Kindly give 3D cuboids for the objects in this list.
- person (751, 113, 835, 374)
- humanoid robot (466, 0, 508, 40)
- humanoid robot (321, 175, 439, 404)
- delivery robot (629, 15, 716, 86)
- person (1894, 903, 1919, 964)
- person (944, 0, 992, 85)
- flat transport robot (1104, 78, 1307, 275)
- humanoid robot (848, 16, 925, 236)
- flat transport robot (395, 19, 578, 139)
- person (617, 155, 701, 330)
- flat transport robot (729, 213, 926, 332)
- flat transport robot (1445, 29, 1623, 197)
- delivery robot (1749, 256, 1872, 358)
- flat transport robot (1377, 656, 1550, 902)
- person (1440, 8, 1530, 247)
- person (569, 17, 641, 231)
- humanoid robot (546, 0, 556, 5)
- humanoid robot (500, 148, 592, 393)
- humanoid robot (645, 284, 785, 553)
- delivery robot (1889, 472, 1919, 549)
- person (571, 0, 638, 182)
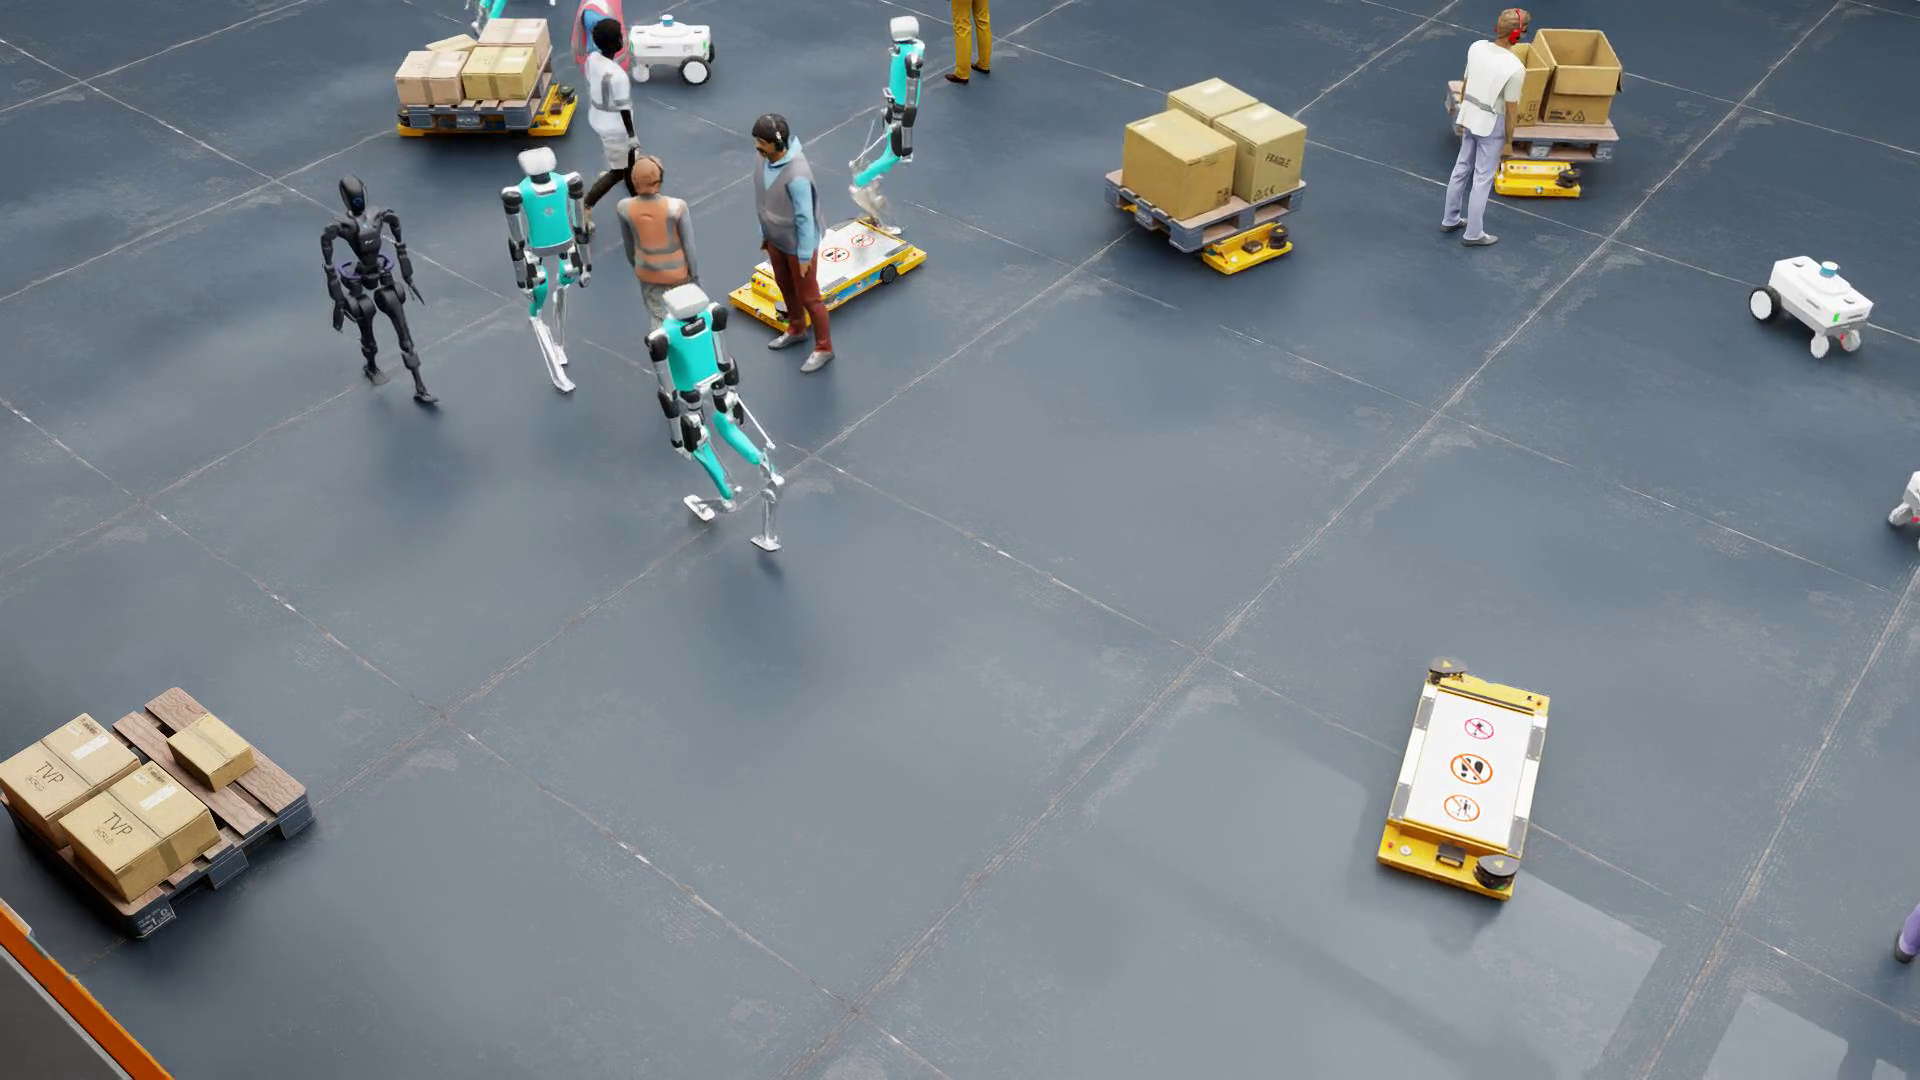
[{"bbox_3d":[-1.138,-2.024,11.234,0.426,1.864,0.546,-29,48,-29],"label":"person"},{"bbox_3d":[-4.210,-5.006,14.856,0.530,1.828,0.659,28,48,29],"label":"humanoid robot"},{"bbox_3d":[-3.870,-1.649,10.964,0.616,1.623,0.774,-29,48,-30],"label":"humanoid robot"},{"bbox_3d":[-2.601,-4.461,15.114,0.796,0.606,0.499,0,40,0],"label":"delivery robot"},{"bbox_3d":[4.642,1.327,7.308,0.562,1.840,0.376,31,49,31],"label":"person"},{"bbox_3d":[0.083,-4.930,14.738,0.343,1.747,0.529,31,49,31],"label":"person"},{"bbox_3d":[1.885,-2.547,13.074,0.659,0.231,1.431,-24,46,-26],"label":"flat transport robot"},{"bbox_3d":[-0.622,-2.993,12.529,0.753,1.861,0.556,-9,41,-10],"label":"humanoid robot"},{"bbox_3d":[-4.108,-3.747,14.485,1.431,0.231,0.659,0,40,0],"label":"flat transport robot"},{"bbox_3d":[-1.980,-1.848,11.203,0.528,1.608,0.682,4,41,5],"label":"person"},{"bbox_3d":[-0.979,-2.005,12.437,0.659,0.231,1.431,31,49,31],"label":"flat transport robot"},{"bbox_3d":[4.742,-3.308,13.969,0.659,0.231,1.431,3,40,3],"label":"flat transport robot"},{"bbox_3d":[6.101,-1.710,11.865,0.499,0.589,0.784,-12,42,-14],"label":"delivery robot"},{"bbox_3d":[2.647,1.206,8.659,0.659,0.231,1.431,15,43,17],"label":"flat transport robot"},{"bbox_3d":[3.940,-3.087,12.498,0.391,1.837,0.562,-18,44,-20],"label":"person"},{"bbox_3d":[-2.717,-3.146,12.696,0.755,1.666,0.538,-21,45,-23],"label":"person"},{"bbox_3d":[-4.227,-6.035,16.069,0.540,1.797,0.844,-20,44,-22],"label":"humanoid robot"},{"bbox_3d":[-2.773,-1.881,11.145,0.534,1.736,0.911,-20,44,-22],"label":"humanoid robot"},{"bbox_3d":[-1.339,-0.592,9.676,0.539,1.760,1.028,-33,50,-32],"label":"humanoid robot"},{"bbox_3d":[6.174,-0.259,10.164,0.779,0.597,0.499,-9,41,-11],"label":"delivery robot"},{"bbox_3d":[-2.859,-3.773,13.316,0.431,1.835,0.628,0,40,0],"label":"person"}]
